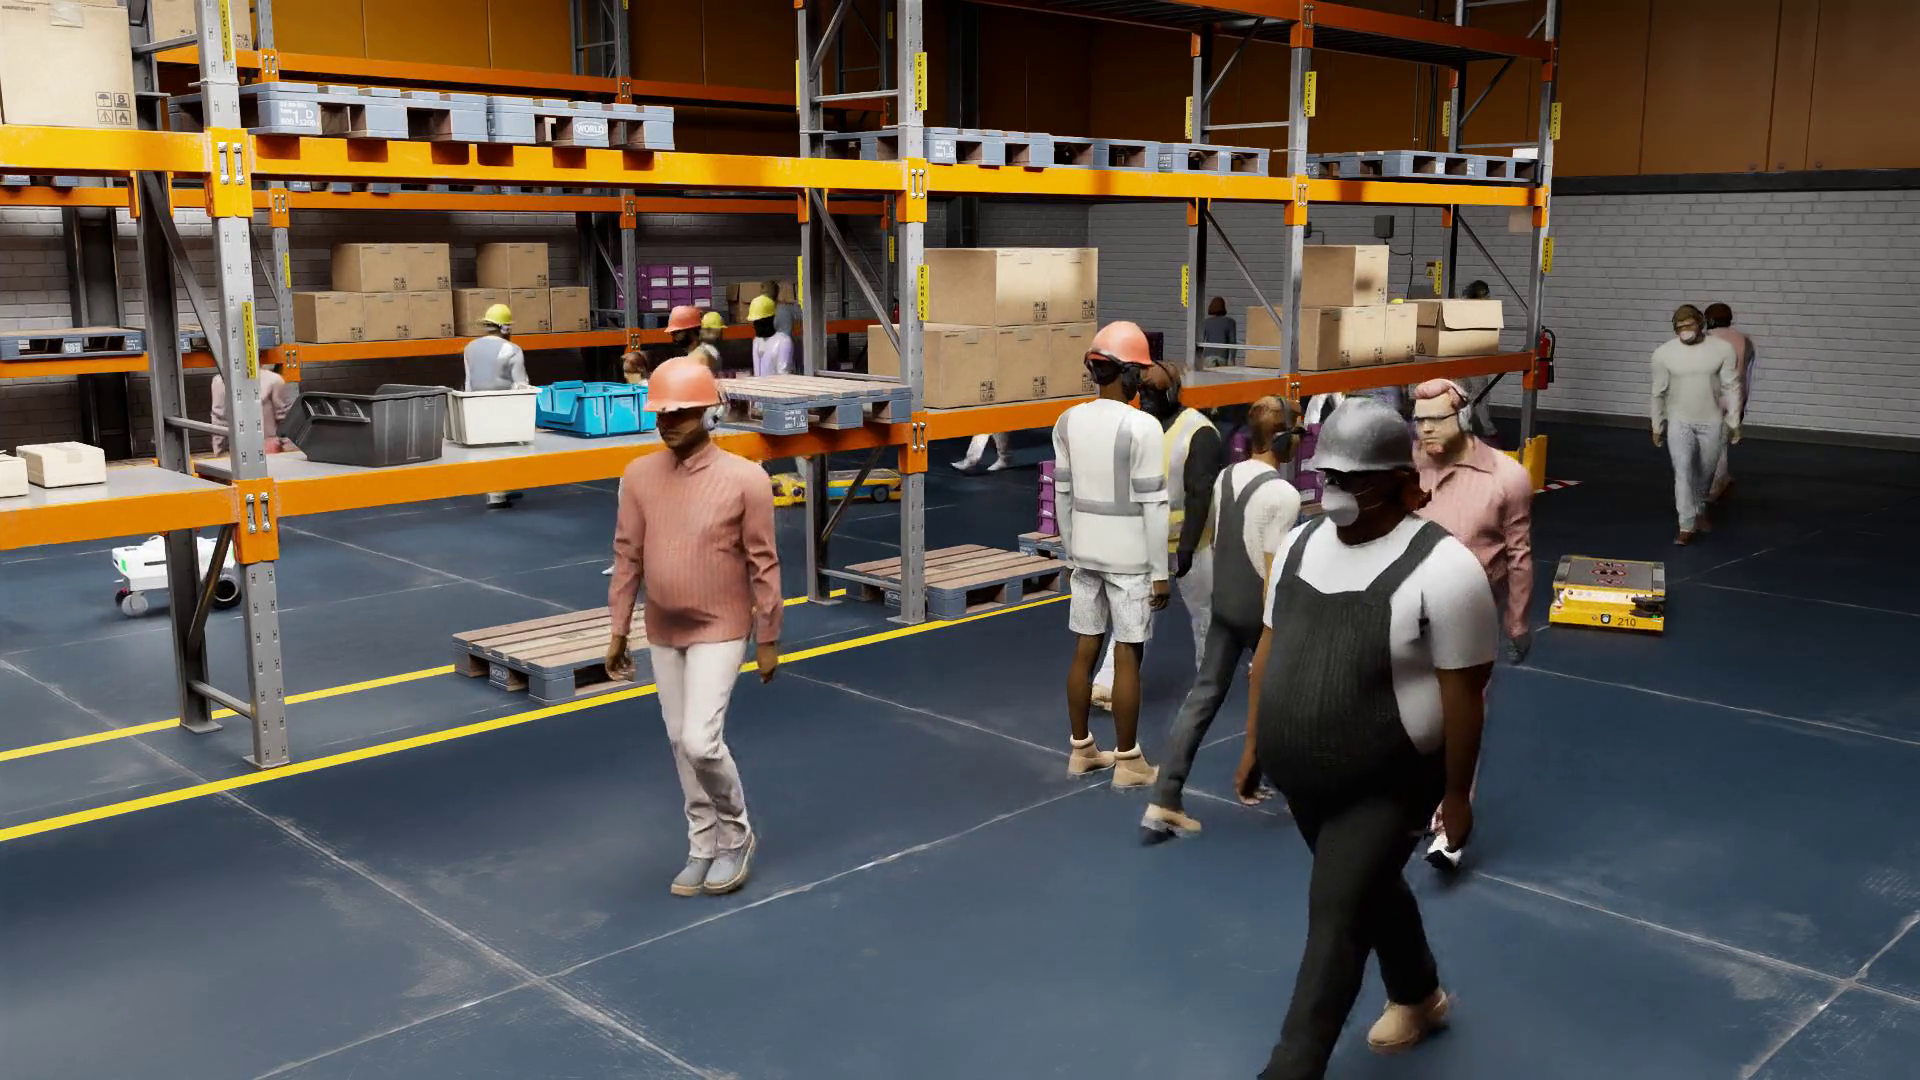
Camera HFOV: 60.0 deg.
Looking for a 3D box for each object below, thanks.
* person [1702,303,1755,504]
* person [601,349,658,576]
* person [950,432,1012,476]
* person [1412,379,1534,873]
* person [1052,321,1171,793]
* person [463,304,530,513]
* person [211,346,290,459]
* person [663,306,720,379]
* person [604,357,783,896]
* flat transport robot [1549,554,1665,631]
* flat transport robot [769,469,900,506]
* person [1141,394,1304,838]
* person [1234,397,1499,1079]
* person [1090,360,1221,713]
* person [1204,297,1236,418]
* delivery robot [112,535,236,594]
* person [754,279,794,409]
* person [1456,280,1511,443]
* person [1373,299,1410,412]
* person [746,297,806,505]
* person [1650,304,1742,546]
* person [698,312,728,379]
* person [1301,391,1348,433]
[{"bbox_3d":[6.776,-1.207,14.847,0.632,1.813,0.535,-2,11,-13],"label":"person"},{"bbox_3d":[-2.203,-0.550,11.799,0.630,1.620,0.514,-7,13,-35],"label":"person"},{"bbox_3d":[0.198,-1.582,16.766,0.978,1.861,0.647,-7,13,-35],"label":"person"},{"bbox_3d":[1.828,0.322,6.392,0.655,1.851,0.981,5,12,26],"label":"person"},{"bbox_3d":[0.677,0.076,7.230,0.375,2.042,0.608,-10,14,-42],"label":"person"},{"bbox_3d":[-3.980,-1.164,14.637,0.609,1.801,0.767,5,11,23],"label":"person"},{"bbox_3d":[-5.306,-0.735,12.519,0.534,1.733,0.865,-1,10,-6],"label":"person"},{"bbox_3d":[-1.956,-0.859,12.813,0.980,1.886,0.546,-3,11,-18],"label":"person"},{"bbox_3d":[-0.983,0.330,6.008,0.630,1.974,0.449,5,12,27],"label":"person"},{"bbox_3d":[4.191,0.319,10.735,0.652,0.197,1.431,4,11,22],"label":"flat transport robot"},{"bbox_3d":[-1.127,-0.490,15.144,1.431,0.197,0.652,-4,11,-19],"label":"flat transport robot"},{"bbox_3d":[1.157,0.310,6.667,1.030,1.796,0.517,-6,12,-32],"label":"person"},{"bbox_3d":[1.109,0.555,4.619,1.039,2.000,0.687,-7,12,-32],"label":"person"},{"bbox_3d":[1.007,-0.002,8.339,0.976,1.779,0.646,-9,14,-42],"label":"person"},{"bbox_3d":[3.398,-2.423,22.066,0.510,1.596,0.829,0,10,-1],"label":"person"},{"bbox_3d":[-5.048,0.135,10.705,0.707,0.478,0.477,-7,12,-34],"label":"delivery robot"},{"bbox_3d":[-2.157,-2.131,19.671,0.637,1.898,1.025,10,14,42],"label":"person"},{"bbox_3d":[6.011,-2.104,19.547,1.009,1.899,0.641,8,13,37],"label":"person"},{"bbox_3d":[4.390,-1.563,16.917,0.328,1.767,0.530,-5,12,-25],"label":"person"},{"bbox_3d":[-1.674,-1.204,14.687,1.013,1.859,0.615,-10,14,-42],"label":"person"},{"bbox_3d":[5.798,-0.928,13.174,0.689,1.893,0.933,3,11,18],"label":"person"},{"bbox_3d":[-2.328,-1.288,15.628,0.921,1.694,0.505,-4,11,-18],"label":"person"},{"bbox_3d":[3.998,-1.749,17.779,1.013,1.834,0.589,0,10,1],"label":"person"}]
